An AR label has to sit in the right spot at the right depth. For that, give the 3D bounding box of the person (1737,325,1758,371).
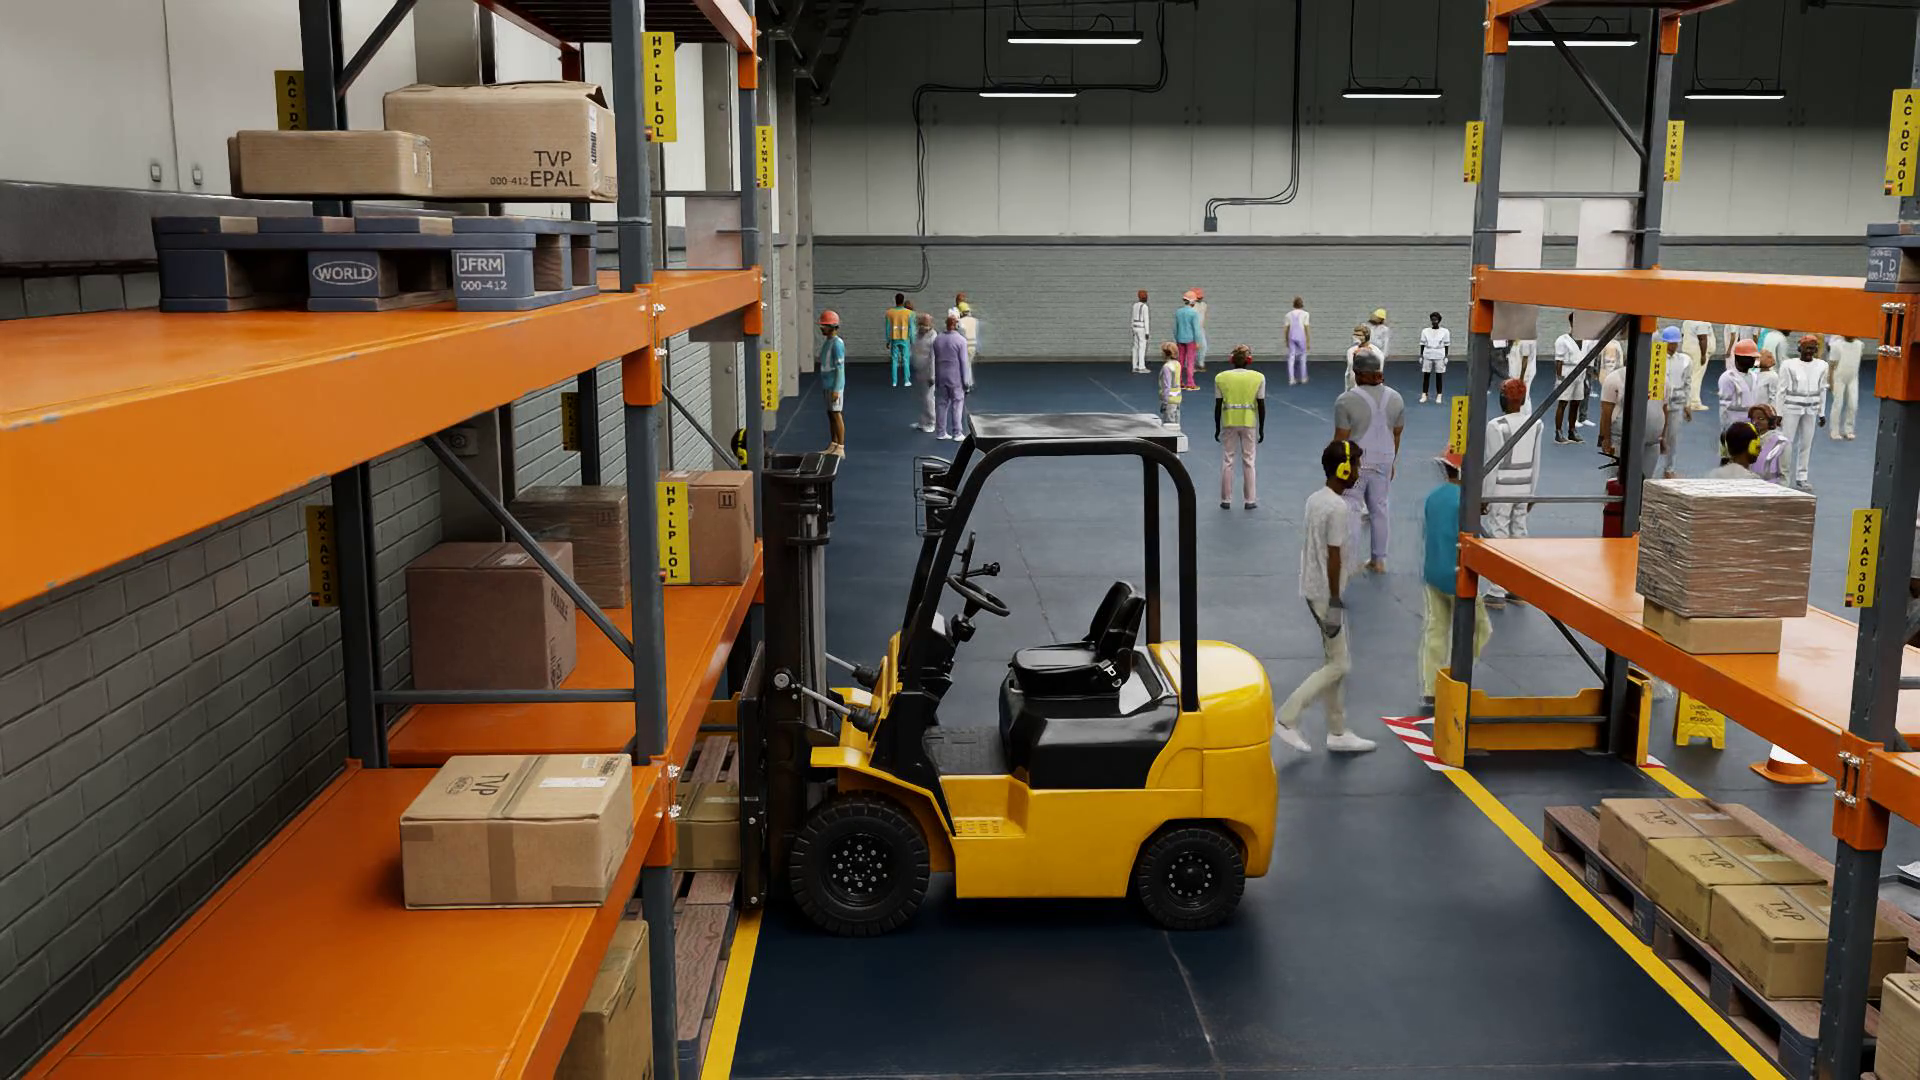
[{"bbox_3d":[14.762,-3.515,31.155,0.325,1.860,0.515,-2,10,-12],"label":"person"}]

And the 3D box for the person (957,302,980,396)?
[{"bbox_3d":[0.076,-3.709,32.346,0.622,1.811,0.485,-7,12,-35],"label":"person"}]

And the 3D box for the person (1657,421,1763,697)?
[{"bbox_3d":[4.959,0.146,10.820,0.820,1.836,0.548,-1,10,-5],"label":"person"}]

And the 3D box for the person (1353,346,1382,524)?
[{"bbox_3d":[4.298,-1.116,17.707,0.354,1.887,0.572,0,10,-2],"label":"person"}]

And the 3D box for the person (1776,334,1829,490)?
[{"bbox_3d":[10.135,-1.535,20.048,0.583,1.882,0.337,1,10,3],"label":"person"}]

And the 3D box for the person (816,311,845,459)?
[{"bbox_3d":[-1.774,-2.122,22.875,0.376,2.045,0.605,-3,11,-19],"label":"person"}]

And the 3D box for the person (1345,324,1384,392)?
[{"bbox_3d":[5.269,-1.862,21.761,0.380,1.930,0.625,-6,12,-29],"label":"person"}]

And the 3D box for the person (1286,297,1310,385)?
[{"bbox_3d":[7.128,-4.183,34.985,0.553,1.815,0.882,6,12,29],"label":"person"}]

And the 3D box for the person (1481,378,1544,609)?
[{"bbox_3d":[4.483,-0.379,13.608,0.585,1.882,0.343,-5,11,-27],"label":"person"}]

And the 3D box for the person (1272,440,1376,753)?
[{"bbox_3d":[2.108,0.352,9.608,0.749,1.853,0.632,-1,10,-3],"label":"person"}]

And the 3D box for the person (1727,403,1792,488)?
[{"bbox_3d":[6.723,-0.338,14.057,0.311,1.642,0.513,-9,14,-42],"label":"person"}]

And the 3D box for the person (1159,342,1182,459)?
[{"bbox_3d":[2.841,-1.855,22.505,0.313,1.642,0.513,5,11,24],"label":"person"}]

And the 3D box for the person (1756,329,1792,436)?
[{"bbox_3d":[12.479,-2.523,25.552,0.485,1.877,0.625,1,10,3],"label":"person"}]

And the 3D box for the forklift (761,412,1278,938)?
[{"bbox_3d":[0.291,0.548,7.580,2.313,2.155,1.214,0,10,-2],"label":"forklift"}]

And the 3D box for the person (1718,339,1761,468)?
[{"bbox_3d":[8.505,-1.223,18.159,0.543,1.938,0.356,-6,12,-30],"label":"person"}]

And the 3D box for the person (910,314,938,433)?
[{"bbox_3d":[-0.581,-2.624,26.167,0.458,1.870,0.790,-7,13,-36],"label":"person"}]

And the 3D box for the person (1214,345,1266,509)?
[{"bbox_3d":[3.129,-1.248,18.623,0.589,1.839,0.449,2,10,11],"label":"person"}]

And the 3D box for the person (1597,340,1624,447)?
[{"bbox_3d":[9.506,-2.297,24.193,0.386,1.924,0.548,5,11,25],"label":"person"}]

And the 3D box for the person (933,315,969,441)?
[{"bbox_3d":[-0.110,-2.432,25.015,0.646,1.899,0.399,8,13,39],"label":"person"}]

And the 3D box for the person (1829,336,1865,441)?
[{"bbox_3d":[13.243,-2.375,24.935,0.522,1.803,0.570,1,10,4],"label":"person"}]

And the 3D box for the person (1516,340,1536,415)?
[{"bbox_3d":[8.750,-2.538,25.787,0.341,1.839,0.501,4,11,20],"label":"person"}]

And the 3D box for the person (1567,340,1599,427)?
[{"bbox_3d":[10.108,-2.785,26.962,0.584,1.910,0.401,-6,12,-30],"label":"person"}]

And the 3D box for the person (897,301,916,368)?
[{"bbox_3d":[-1.273,-4.893,39.610,0.501,1.577,0.855,-7,12,-34],"label":"person"}]

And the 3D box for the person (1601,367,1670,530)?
[{"bbox_3d":[6.923,-1.068,17.011,0.687,2.000,0.535,0,10,1],"label":"person"}]

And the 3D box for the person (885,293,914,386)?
[{"bbox_3d":[-1.244,-4.148,34.513,0.596,1.917,0.381,1,10,5],"label":"person"}]

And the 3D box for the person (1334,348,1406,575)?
[{"bbox_3d":[3.617,-0.711,15.020,0.682,2.000,0.537,-4,11,-19],"label":"person"}]

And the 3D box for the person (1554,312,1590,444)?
[{"bbox_3d":[9.081,-2.403,24.652,0.606,1.966,0.367,-5,11,-24],"label":"person"}]

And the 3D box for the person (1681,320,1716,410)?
[{"bbox_3d":[13.190,-3.343,29.682,0.535,2.000,0.684,0,10,-2],"label":"person"}]

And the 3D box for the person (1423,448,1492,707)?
[{"bbox_3d":[3.199,0.226,10.619,0.454,1.737,0.588,-2,10,-13],"label":"person"}]

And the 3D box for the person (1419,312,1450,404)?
[{"bbox_3d":[8.767,-3.364,30.760,0.540,1.695,0.317,5,11,26],"label":"person"}]

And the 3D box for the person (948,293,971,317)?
[{"bbox_3d":[0.000,-4.337,35.659,0.572,1.884,0.356,-7,12,-34],"label":"person"}]

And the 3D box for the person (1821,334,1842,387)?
[{"bbox_3d":[17.862,-4.080,34.139,0.417,1.917,0.623,2,10,10],"label":"person"}]

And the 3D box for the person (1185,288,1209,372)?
[{"bbox_3d":[5.400,-4.787,37.984,0.640,1.940,0.751,-7,12,-32],"label":"person"}]

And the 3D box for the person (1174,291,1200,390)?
[{"bbox_3d":[4.606,-4.020,33.586,0.392,1.990,0.623,-8,13,-39],"label":"person"}]

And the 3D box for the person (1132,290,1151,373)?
[{"bbox_3d":[4.139,-4.768,38.059,0.342,1.882,0.579,-5,11,-25],"label":"person"}]

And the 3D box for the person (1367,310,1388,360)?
[{"bbox_3d":[7.816,-3.510,31.559,0.566,1.694,0.643,2,10,13],"label":"person"}]

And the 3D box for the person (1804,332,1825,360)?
[{"bbox_3d":[19.875,-4.787,38.564,0.547,1.728,0.746,7,12,33],"label":"person"}]

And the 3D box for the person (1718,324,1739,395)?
[{"bbox_3d":[14.949,-3.708,32.264,0.325,1.843,0.517,6,12,28],"label":"person"}]

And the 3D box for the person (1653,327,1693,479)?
[{"bbox_3d":[8.768,-1.666,20.648,0.645,1.941,0.493,1,10,5],"label":"person"}]
